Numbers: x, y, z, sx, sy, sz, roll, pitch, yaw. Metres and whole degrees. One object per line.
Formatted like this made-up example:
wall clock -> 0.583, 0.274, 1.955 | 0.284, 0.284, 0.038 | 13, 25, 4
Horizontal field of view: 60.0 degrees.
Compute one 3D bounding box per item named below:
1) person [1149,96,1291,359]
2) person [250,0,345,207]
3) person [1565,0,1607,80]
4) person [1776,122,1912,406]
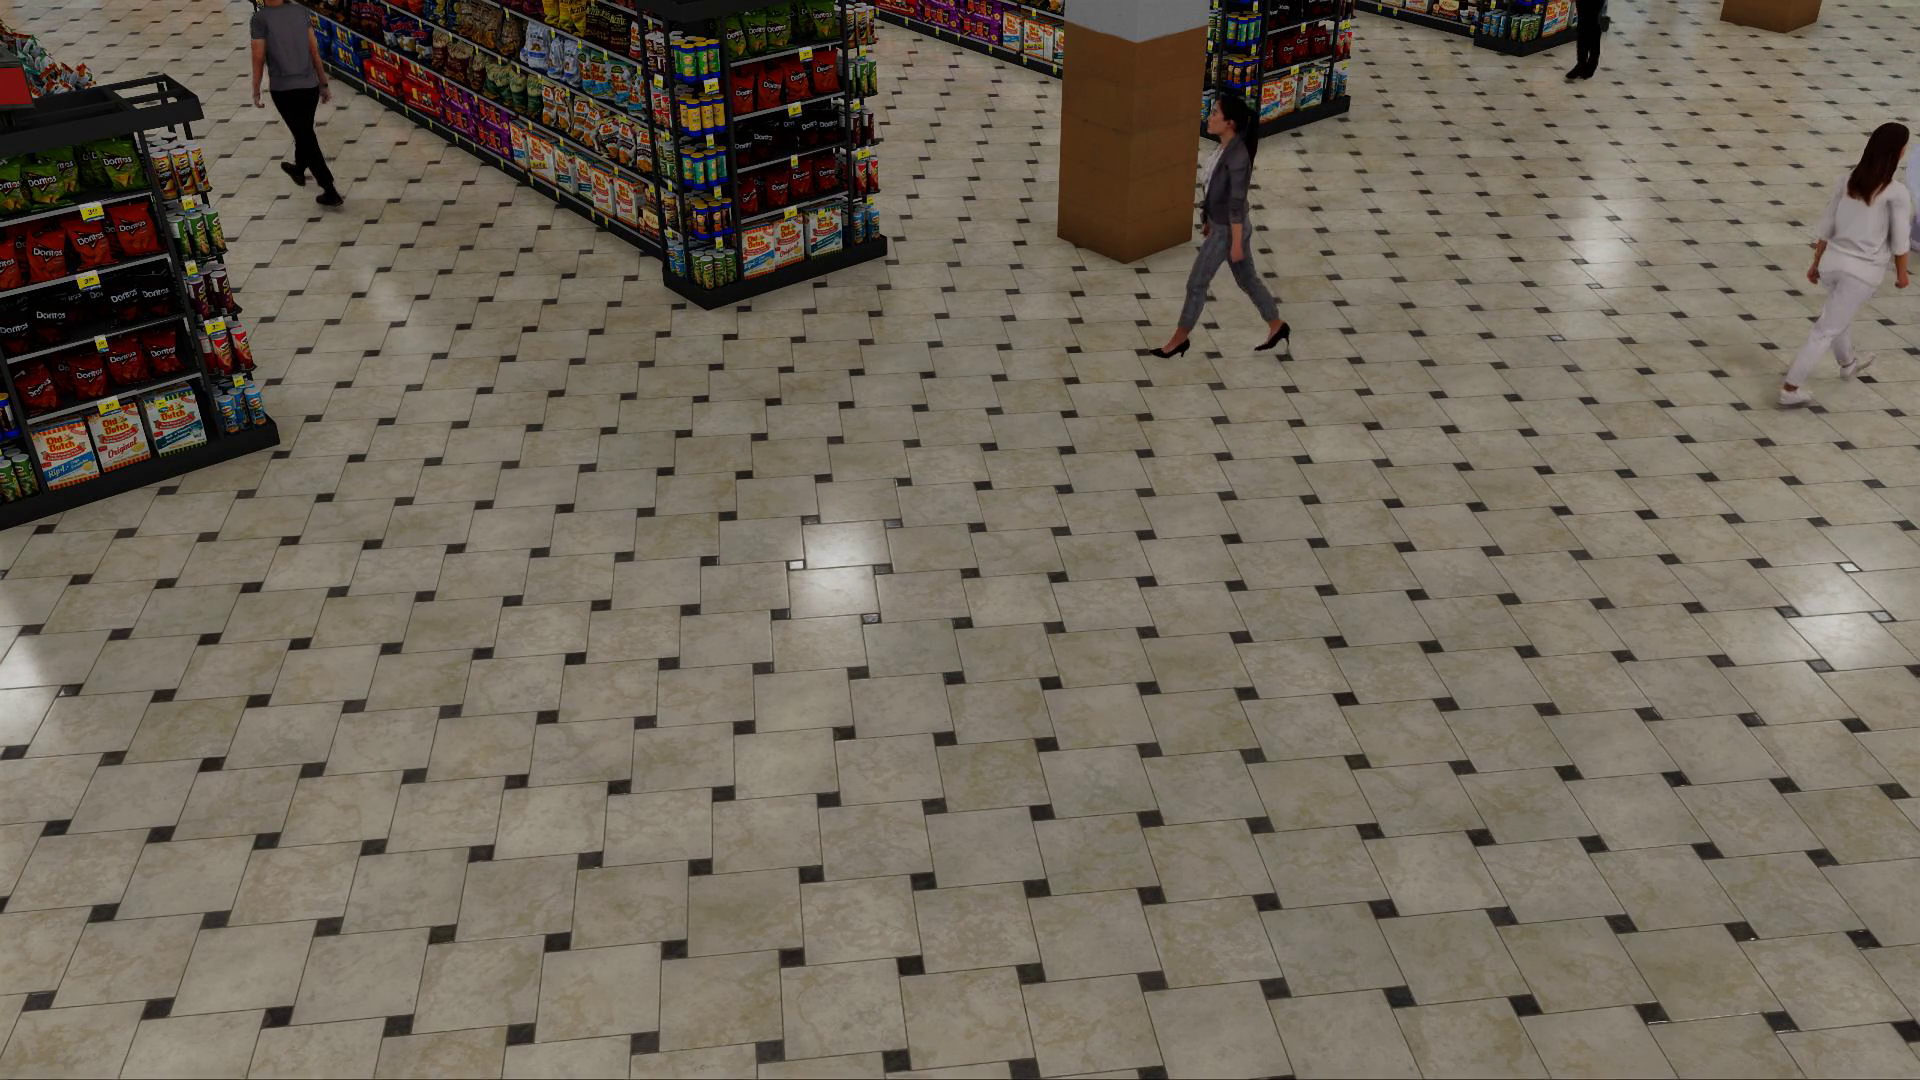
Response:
person -> 1.697, -1.818, 9.996 | 1.137, 1.633, 1.096 | 2, 32, 4
person -> -4.880, -3.303, 12.312 | 1.194, 1.707, 0.812 | 23, 38, 32
person -> 5.846, -5.151, 15.144 | 0.737, 1.851, 0.556 | -23, 38, -32
person -> 5.033, -1.513, 9.492 | 0.867, 1.647, 1.046 | -13, 34, -20
